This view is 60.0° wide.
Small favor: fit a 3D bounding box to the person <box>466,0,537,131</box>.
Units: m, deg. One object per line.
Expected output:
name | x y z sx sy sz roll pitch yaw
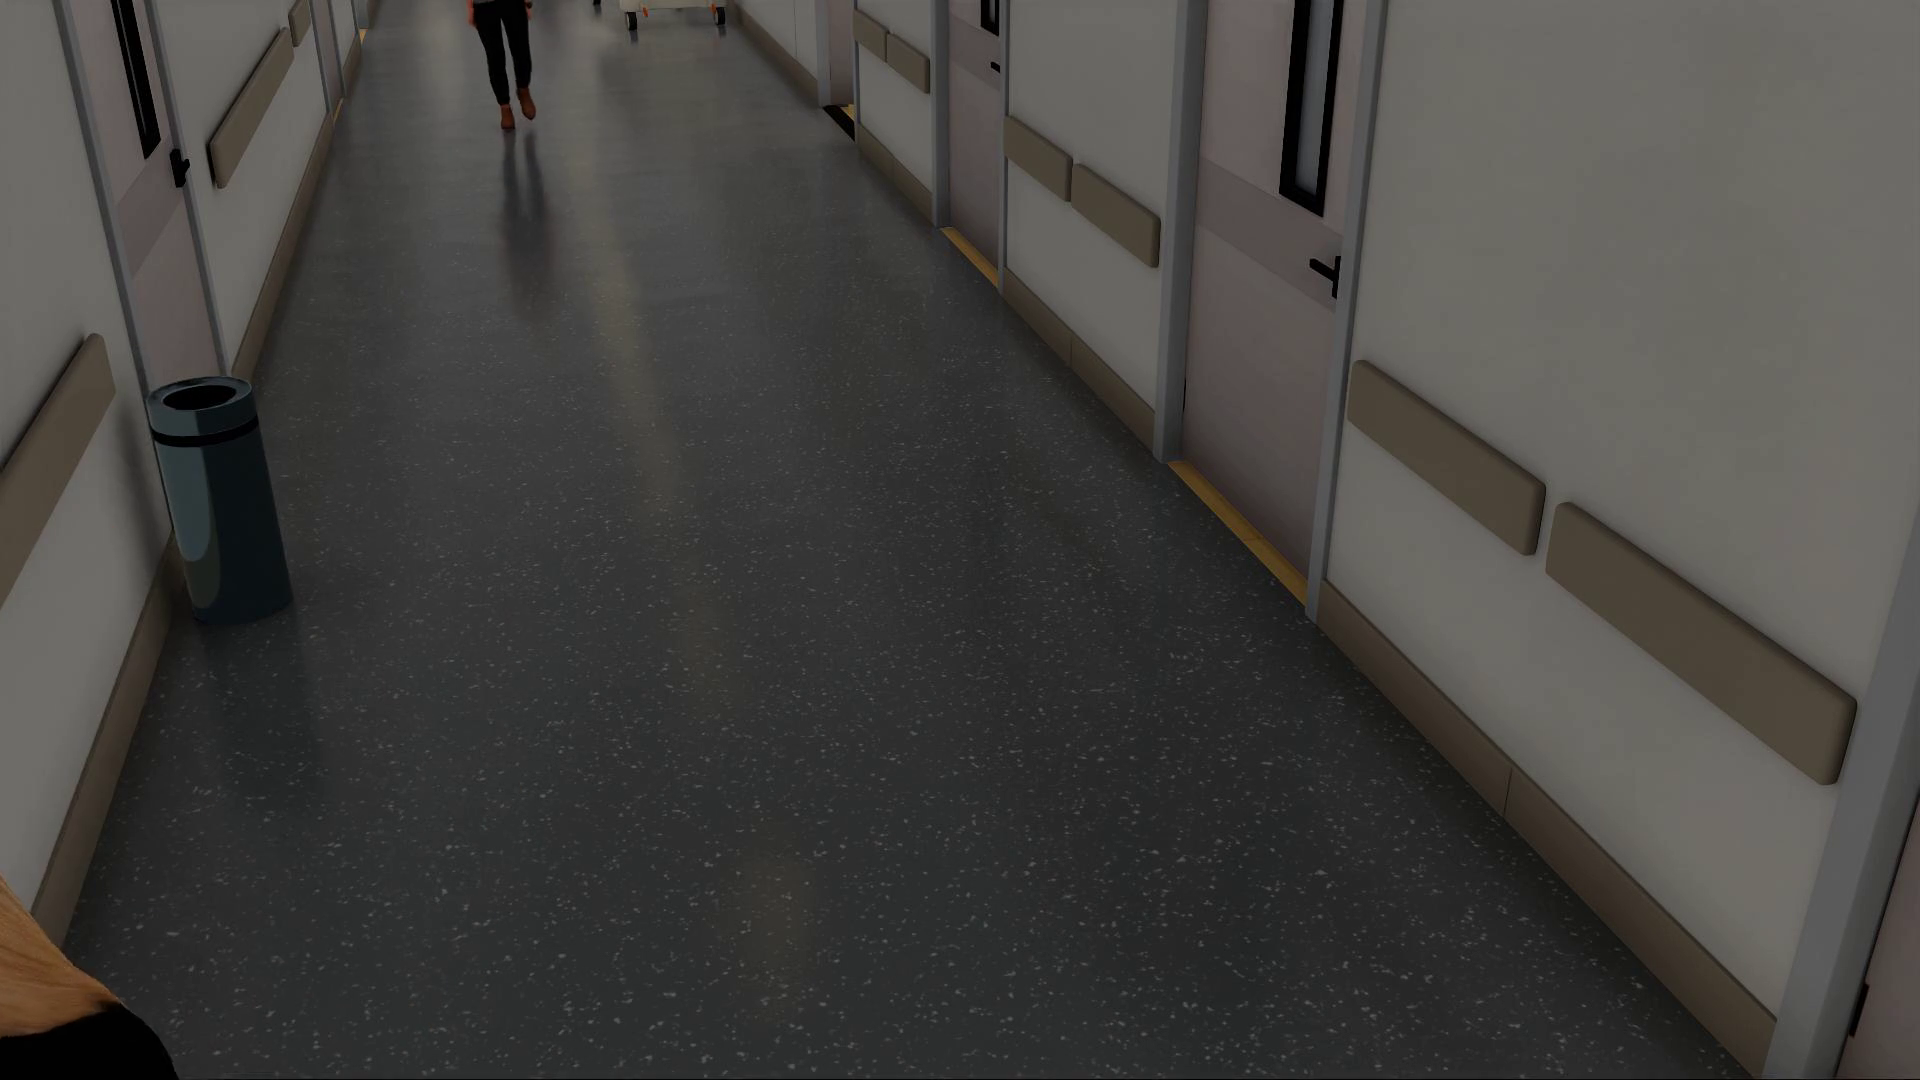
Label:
person | -3.194 -3.735 11.512 0.610 1.713 0.672 -5 26 -10
